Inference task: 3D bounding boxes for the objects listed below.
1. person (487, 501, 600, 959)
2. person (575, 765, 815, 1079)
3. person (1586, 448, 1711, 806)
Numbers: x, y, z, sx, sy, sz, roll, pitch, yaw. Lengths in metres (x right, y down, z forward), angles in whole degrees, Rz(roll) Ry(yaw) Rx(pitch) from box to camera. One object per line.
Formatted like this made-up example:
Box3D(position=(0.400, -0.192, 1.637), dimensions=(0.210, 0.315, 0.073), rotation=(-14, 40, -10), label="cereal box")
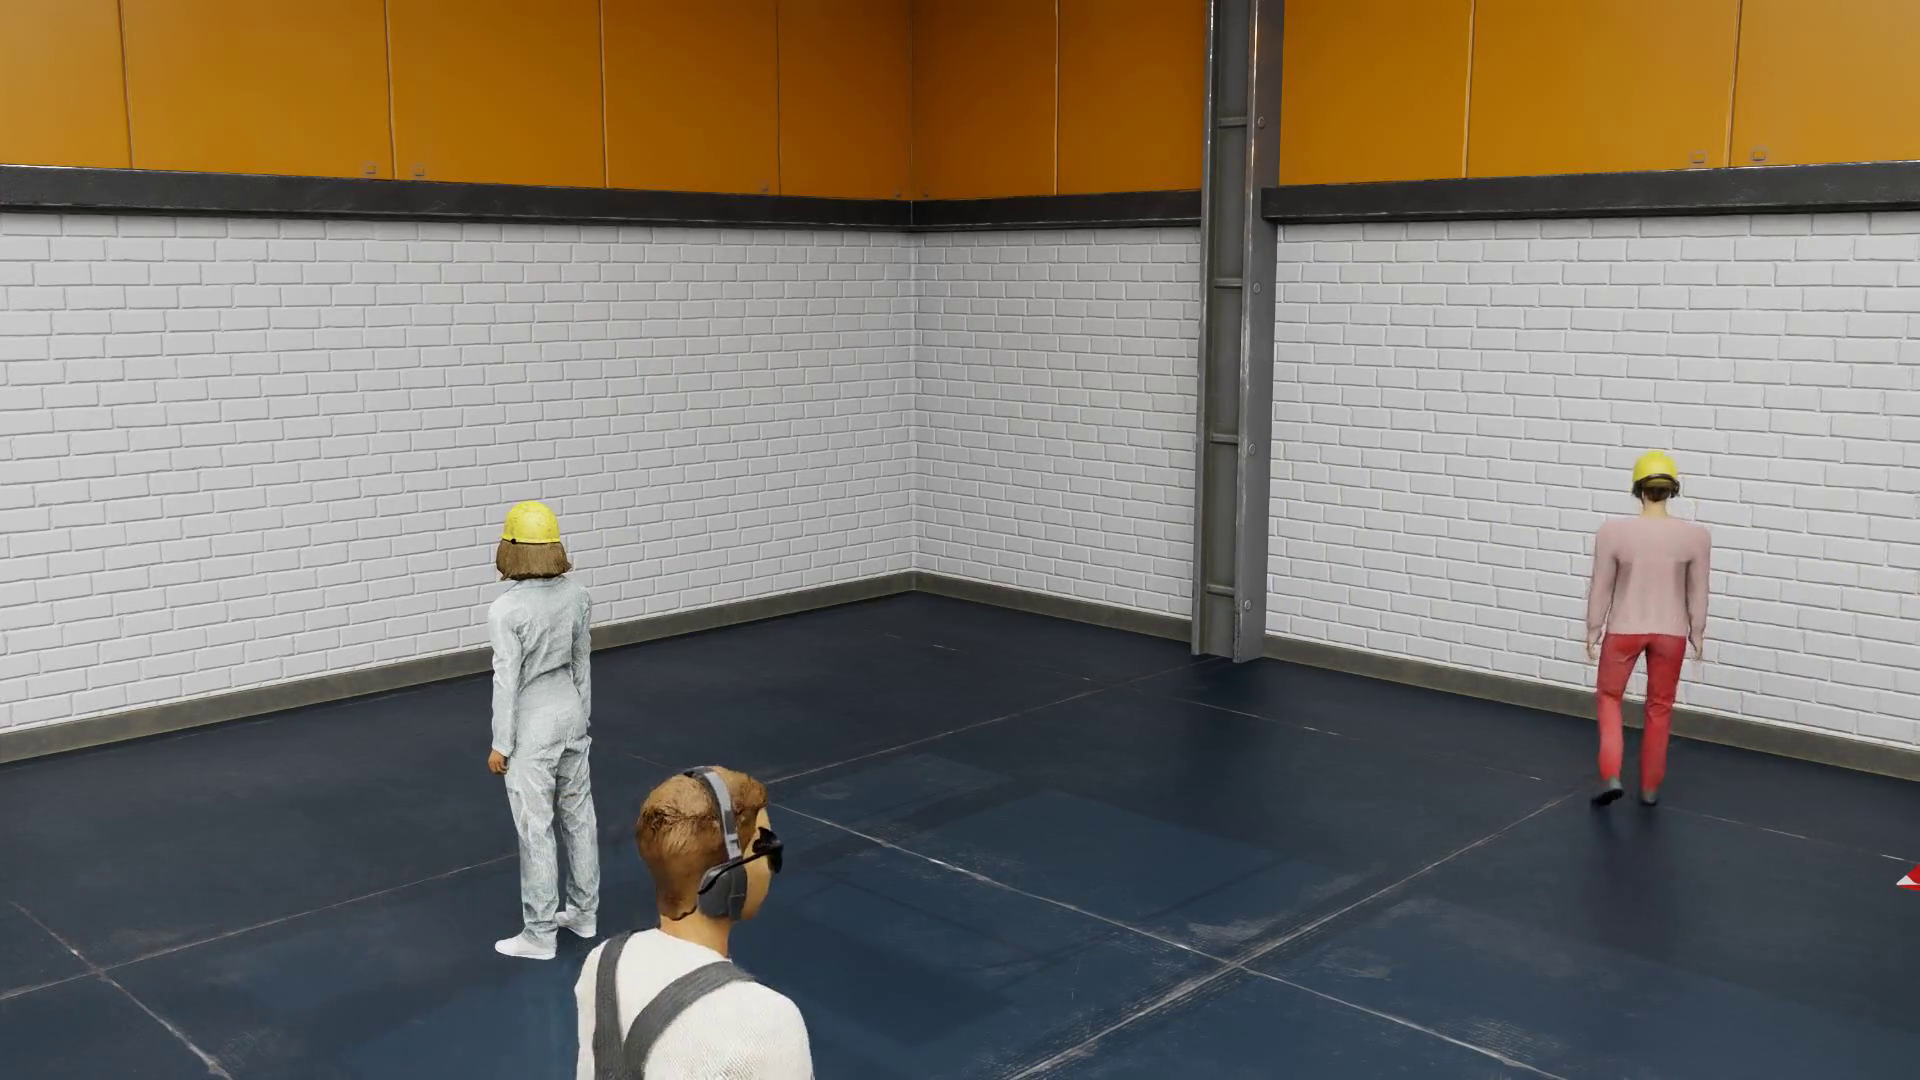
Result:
Box3D(position=(-1.603, 0.716, 6.333), dimensions=(0.297, 1.744, 0.487), rotation=(5, 11, 30), label="person")
Box3D(position=(-0.391, 1.264, 2.824), dimensions=(0.989, 1.793, 0.533), rotation=(-8, 12, -41), label="person")
Box3D(position=(3.295, 0.438, 7.987), dimensions=(0.541, 1.765, 0.426), rotation=(3, 10, 17), label="person")
